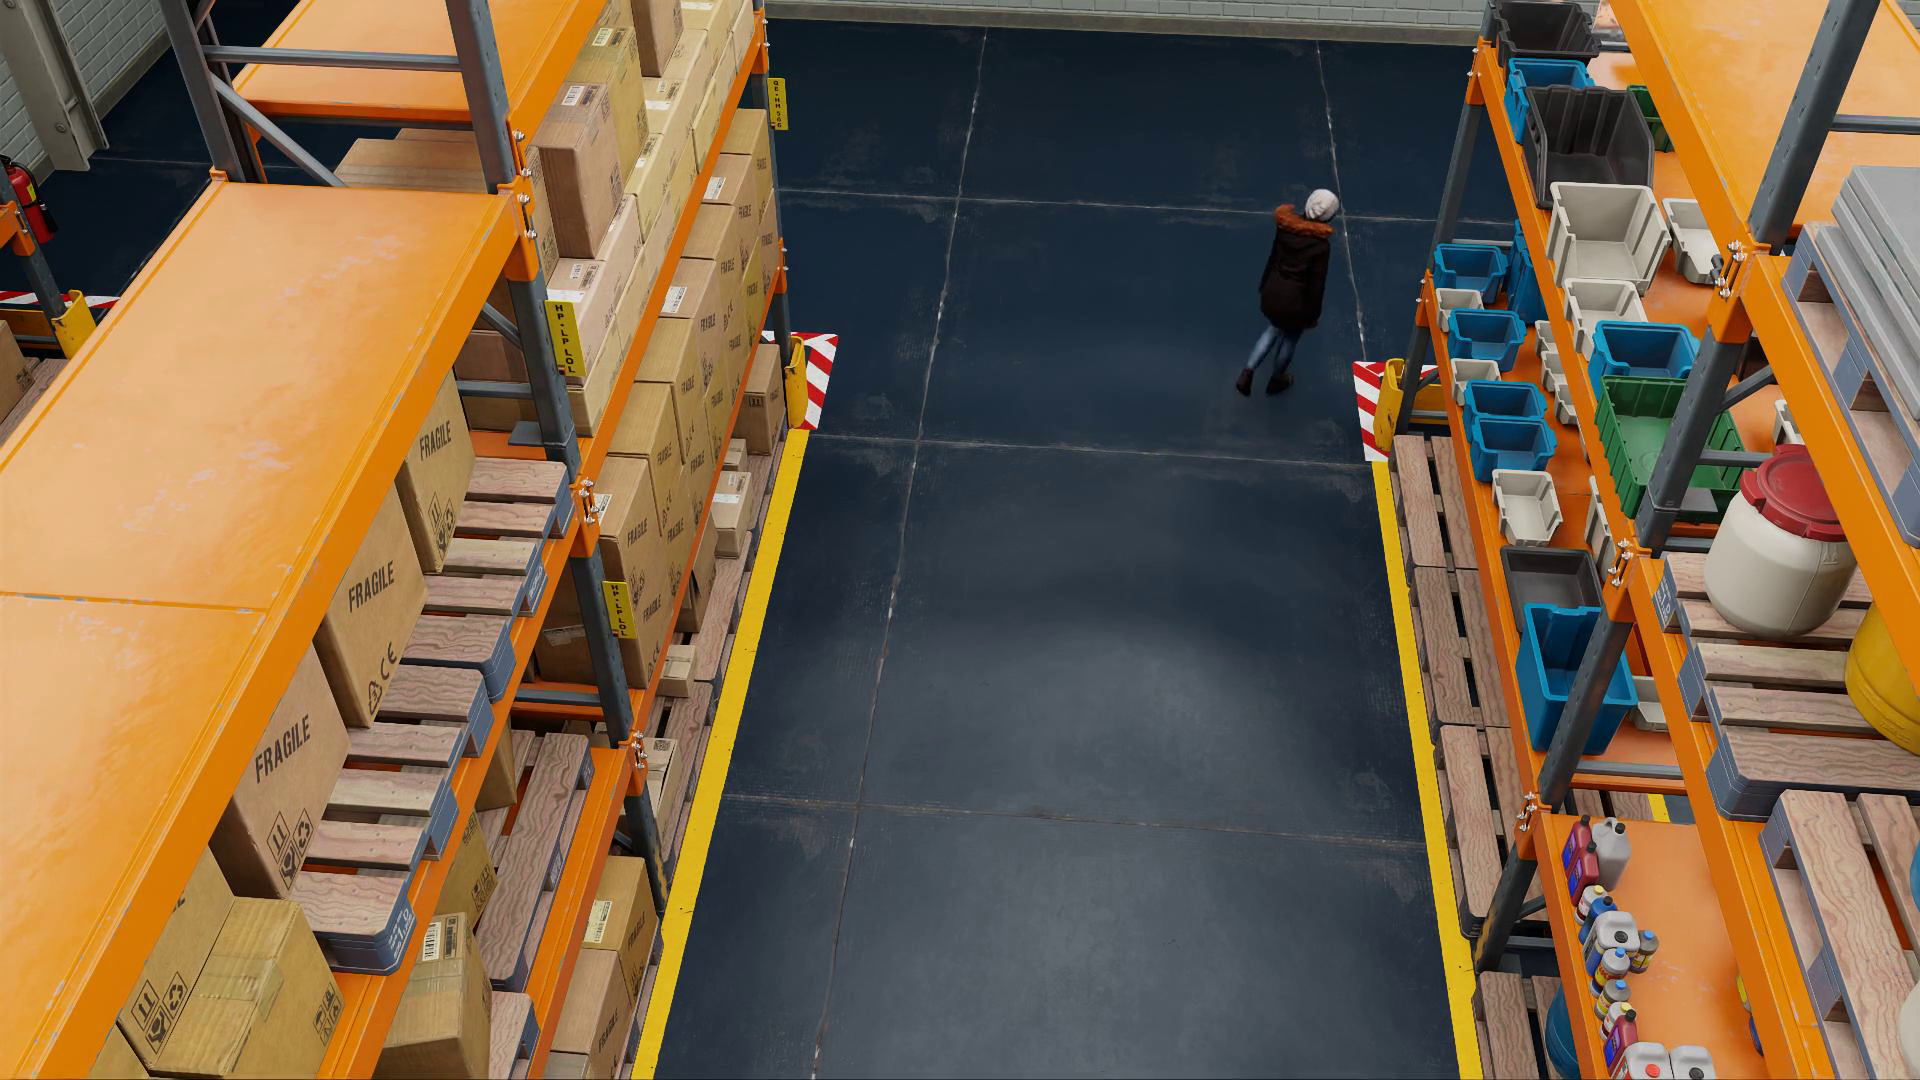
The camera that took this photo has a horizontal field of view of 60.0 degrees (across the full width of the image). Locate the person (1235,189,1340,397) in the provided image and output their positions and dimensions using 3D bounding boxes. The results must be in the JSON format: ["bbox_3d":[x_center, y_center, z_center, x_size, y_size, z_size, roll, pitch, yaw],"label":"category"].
[{"bbox_3d":[2.073,-1.524,10.664,0.905,1.608,0.969,34,53,31],"label":"person"}]
